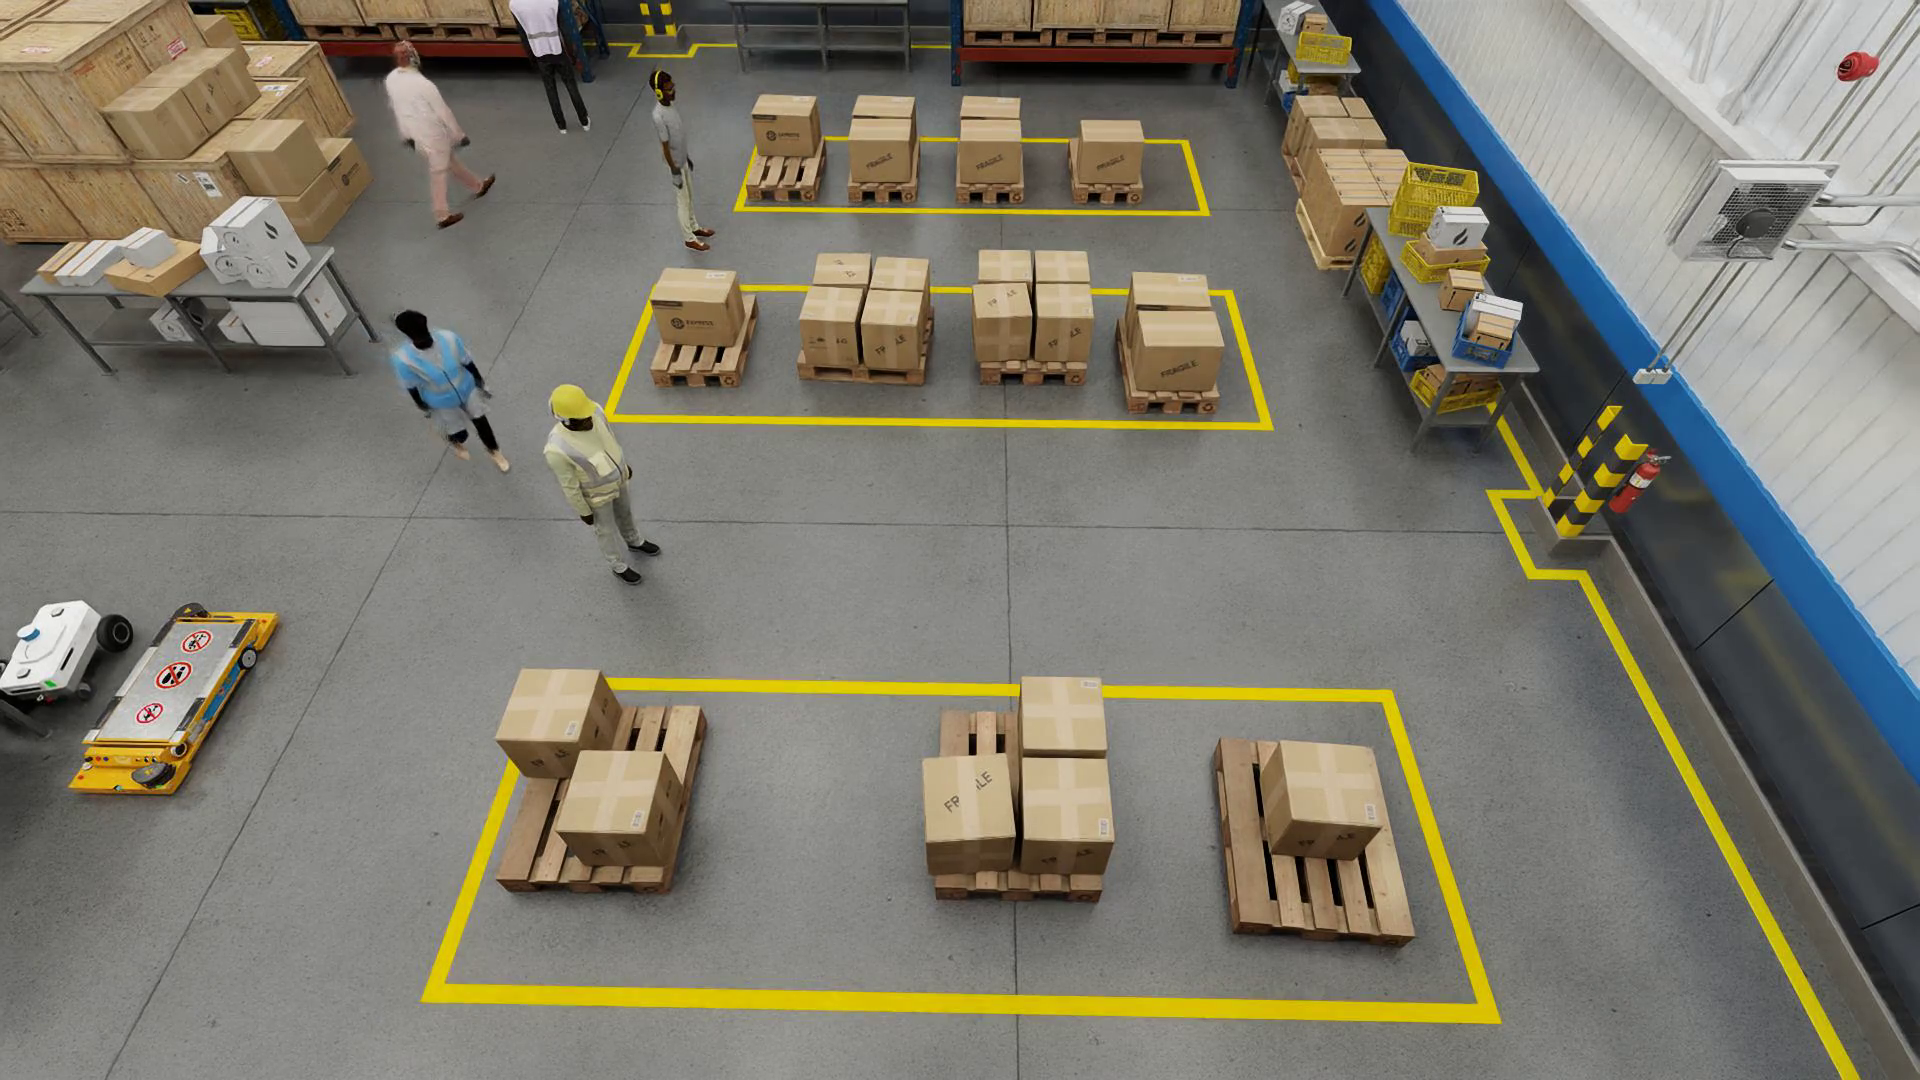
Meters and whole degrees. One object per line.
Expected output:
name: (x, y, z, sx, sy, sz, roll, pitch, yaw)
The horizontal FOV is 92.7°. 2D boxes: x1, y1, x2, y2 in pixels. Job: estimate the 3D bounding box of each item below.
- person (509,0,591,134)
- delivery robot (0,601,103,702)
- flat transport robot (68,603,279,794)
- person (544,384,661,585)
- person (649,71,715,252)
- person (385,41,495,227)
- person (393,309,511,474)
person: (-5.113, -6.083, 11.436, 0.584, 1.909, 0.391, -13, 51, -11)
delivery robot: (-6.388, 0.779, 6.446, 0.477, 0.478, 0.707, -8, 50, -7)
flat transport robot: (-5.504, 1.072, 6.442, 0.652, 0.197, 1.431, 1, 50, 1)
person: (-2.600, -0.408, 6.680, 0.404, 1.827, 0.602, 13, 51, 11)
person: (-2.949, -3.984, 9.680, 0.323, 1.871, 0.528, 0, 50, 0)
person: (-5.781, -4.511, 10.138, 0.641, 1.845, 1.013, 23, 53, 18)
person: (-4.154, -1.197, 7.443, 0.431, 1.678, 0.550, 33, 57, 25)
